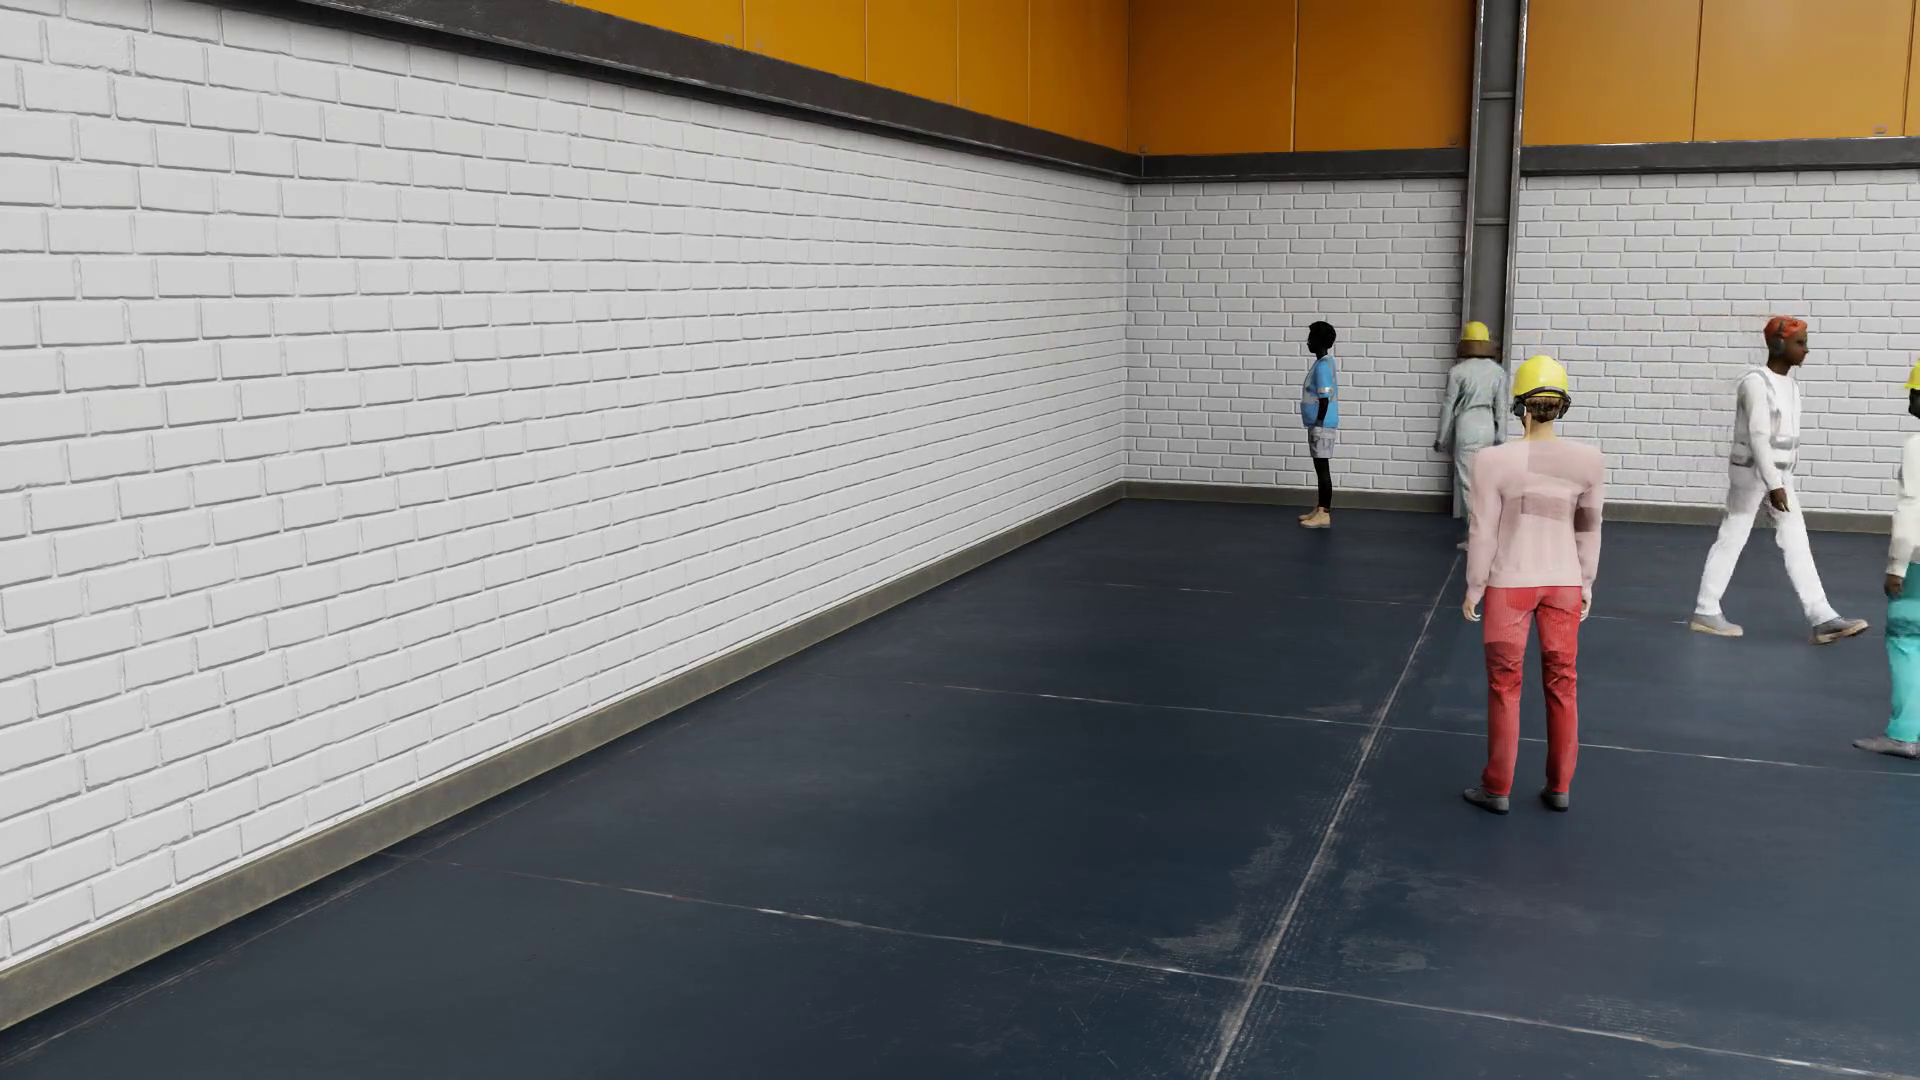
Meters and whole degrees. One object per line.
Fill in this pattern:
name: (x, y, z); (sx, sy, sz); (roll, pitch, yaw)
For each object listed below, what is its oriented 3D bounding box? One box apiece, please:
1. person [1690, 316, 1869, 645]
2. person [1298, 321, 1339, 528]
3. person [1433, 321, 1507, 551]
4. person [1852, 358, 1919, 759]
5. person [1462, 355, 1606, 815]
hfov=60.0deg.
person: (4.596, -0.320, 9.313); (0.579, 1.832, 0.955); (-6, 11, -35)
person: (2.953, -0.946, 13.677); (0.316, 1.696, 0.540); (2, 9, 11)
person: (3.826, -0.785, 12.596); (0.489, 1.723, 0.658); (-3, 10, -19)
person: (4.162, 0.089, 7.022); (0.528, 1.754, 0.504); (-6, 11, -34)
person: (2.188, 0.180, 6.388); (0.525, 1.769, 0.314); (-1, 9, -5)
